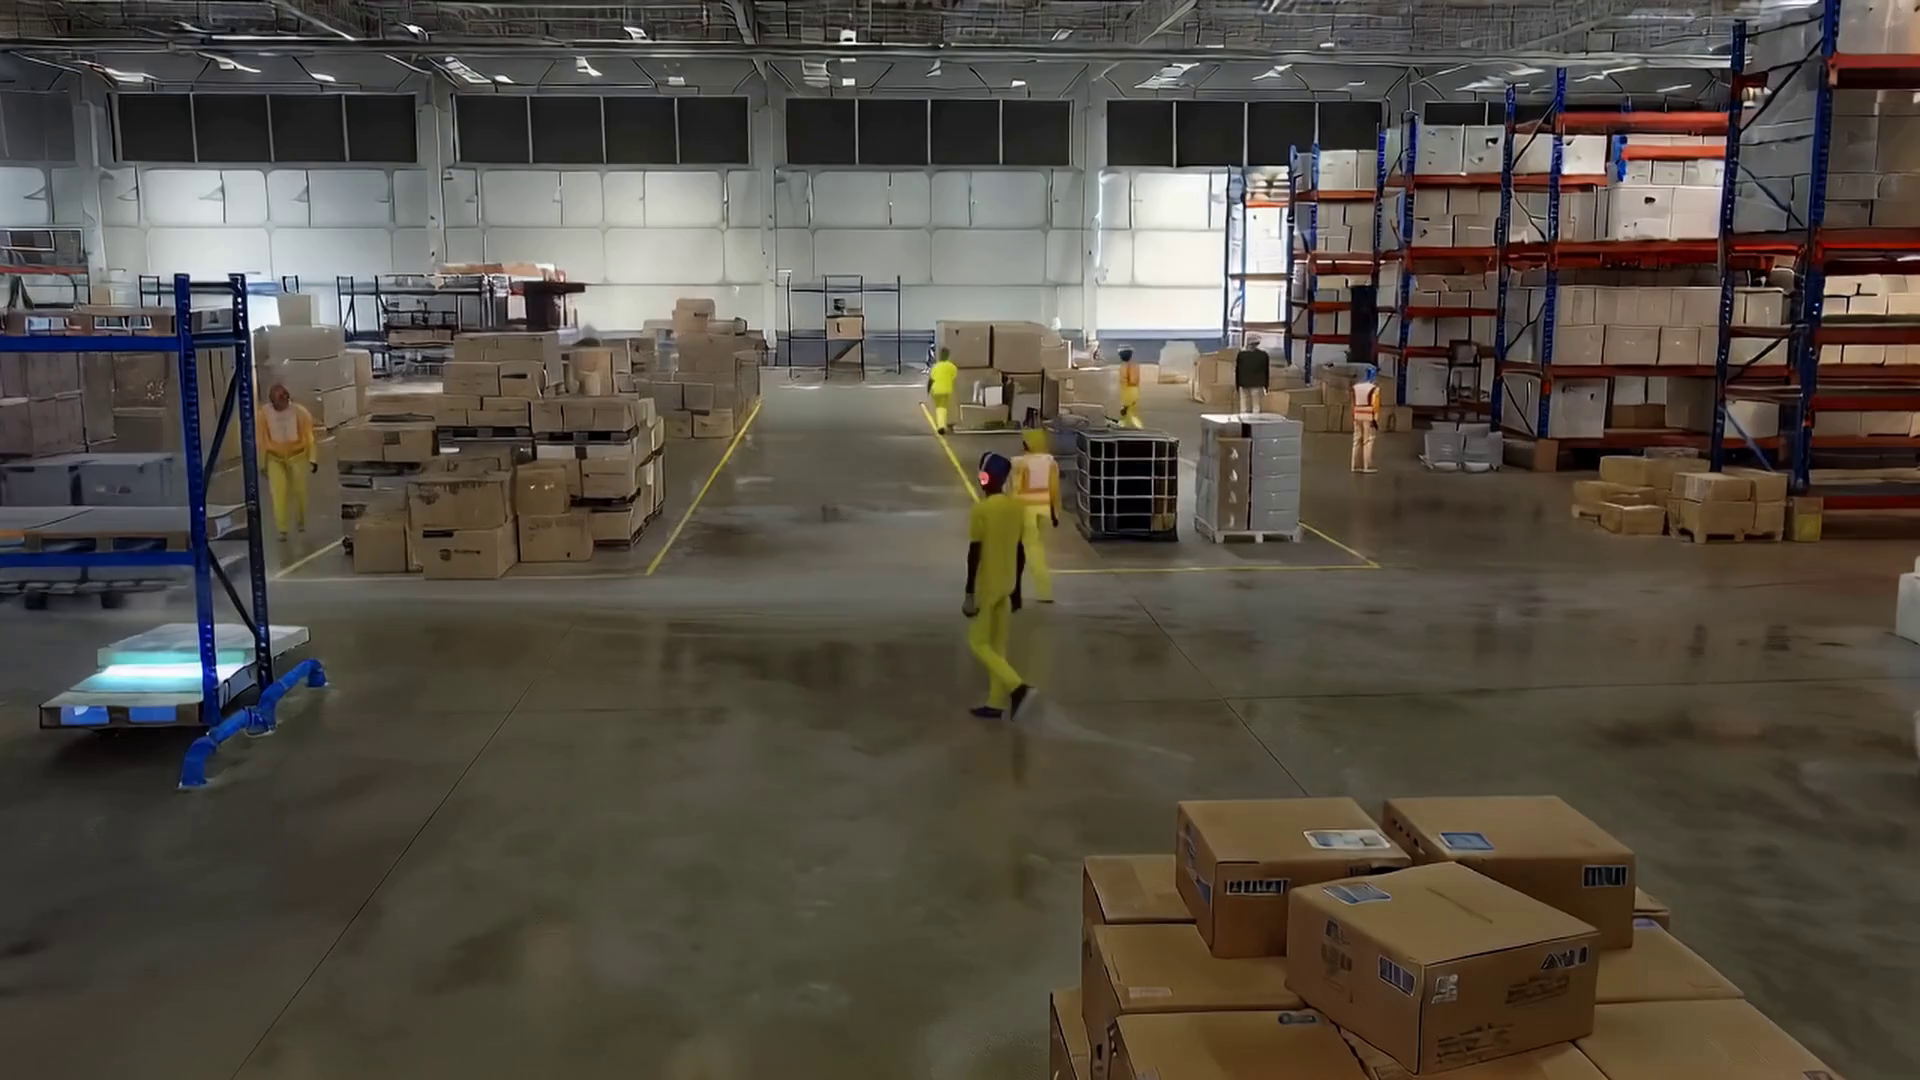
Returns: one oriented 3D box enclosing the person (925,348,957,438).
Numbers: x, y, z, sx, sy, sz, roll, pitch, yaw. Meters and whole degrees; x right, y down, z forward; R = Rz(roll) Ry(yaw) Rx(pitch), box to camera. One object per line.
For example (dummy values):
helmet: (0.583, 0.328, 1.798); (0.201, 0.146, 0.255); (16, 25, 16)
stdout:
person: (-0.342, -2.750, 31.069); (0.547, 1.679, 0.412); (-6, 11, -33)

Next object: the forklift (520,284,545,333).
forklift: (-9.320, -4.225, 36.561); (1.873, 2.768, 1.129); (-1, 9, -4)

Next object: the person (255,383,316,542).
person: (-7.756, -0.916, 19.147); (0.628, 1.812, 0.863); (-4, 10, -24)

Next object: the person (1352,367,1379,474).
person: (6.175, -1.821, 25.353); (0.314, 1.638, 0.515); (-5, 10, -28)

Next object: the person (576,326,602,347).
person: (-8.222, -3.803, 36.975); (0.642, 1.908, 0.938); (2, 9, 10)

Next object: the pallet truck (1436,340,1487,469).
pallet truck: (8.004, -2.170, 26.422); (0.823, 1.965, 1.885); (2, 9, 14)

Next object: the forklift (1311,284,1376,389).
forklift: (8.602, -4.096, 35.749); (1.873, 2.768, 1.129); (-1, 9, -4)

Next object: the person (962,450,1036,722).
person: (0.265, 0.335, 11.127); (0.560, 1.857, 0.530); (8, 12, 42)

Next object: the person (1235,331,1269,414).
person: (5.386, -2.846, 30.674); (0.612, 1.995, 0.377); (2, 9, 13)

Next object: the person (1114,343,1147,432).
person: (2.905, -2.397, 28.207); (0.959, 1.895, 0.574); (7, 11, 38)

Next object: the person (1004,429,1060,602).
person: (0.647, -0.248, 15.621); (0.517, 1.580, 0.904); (-5, 11, -30)
